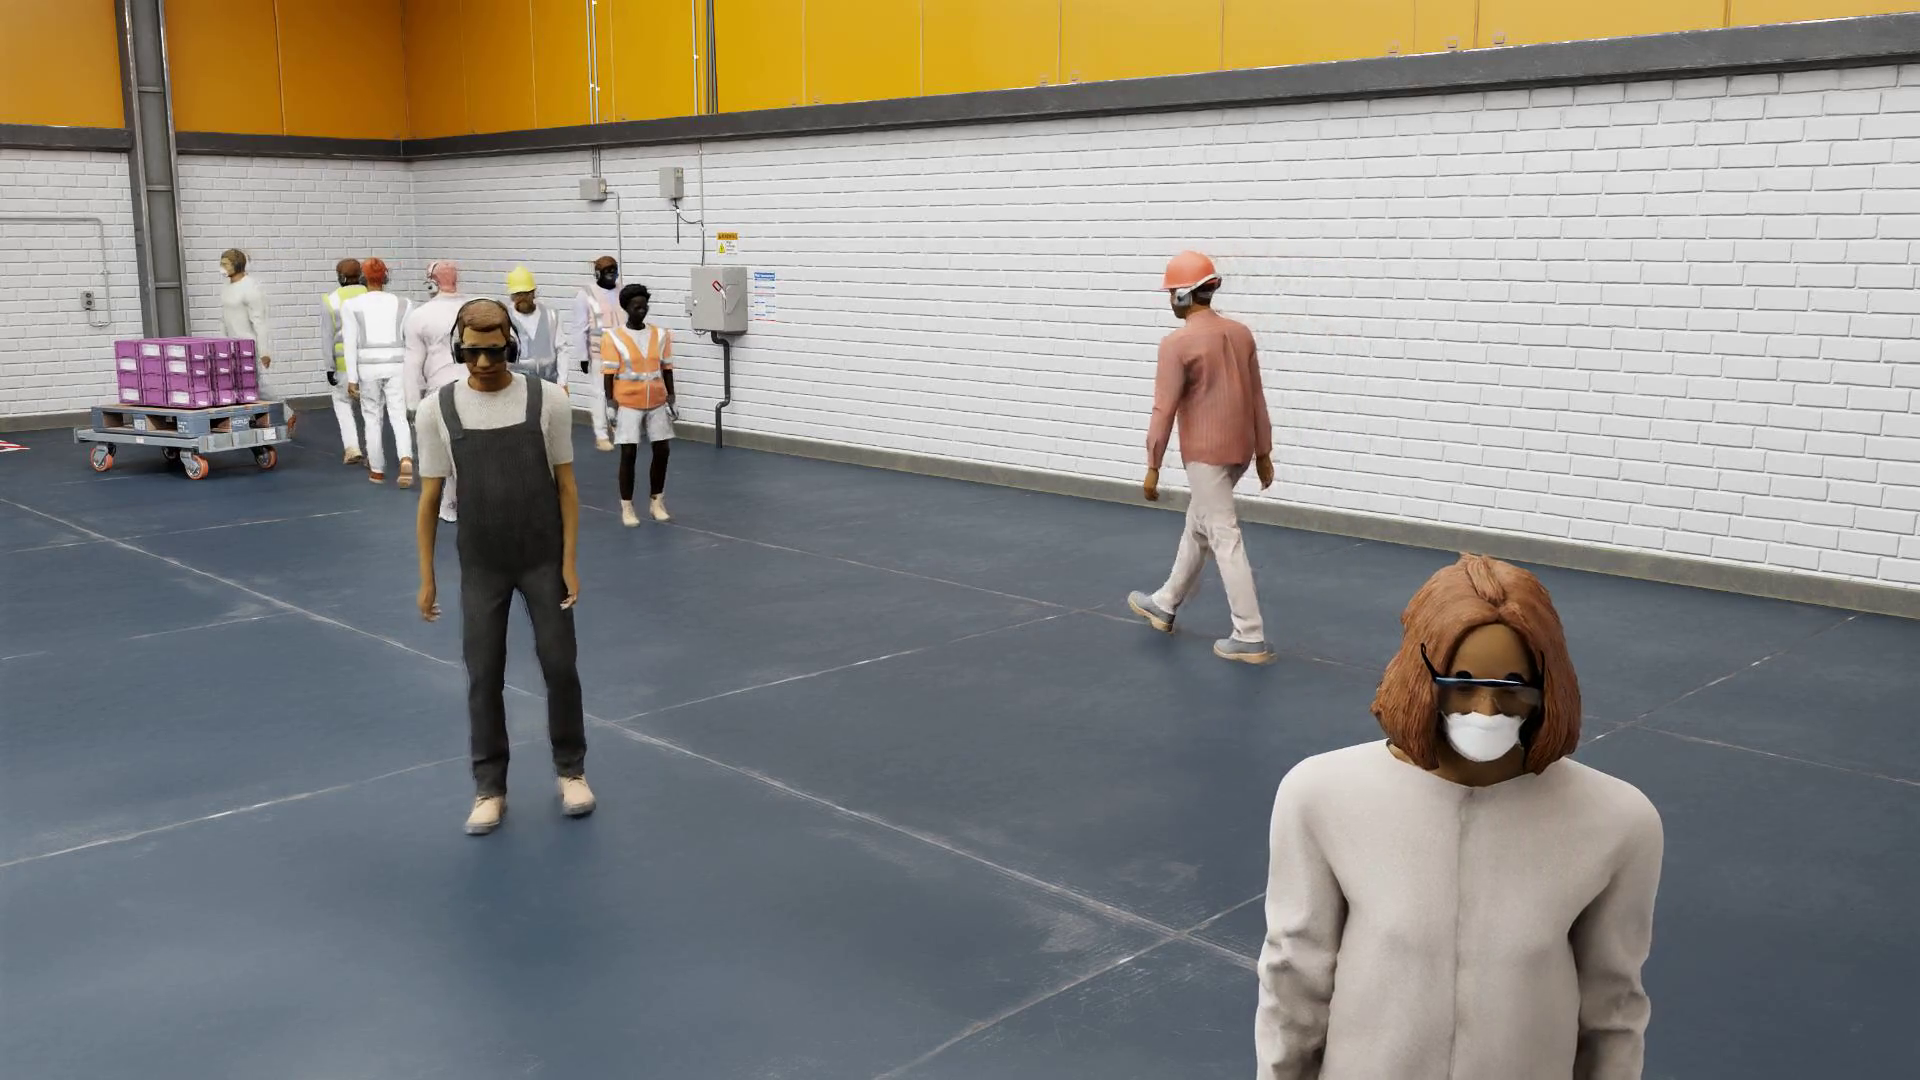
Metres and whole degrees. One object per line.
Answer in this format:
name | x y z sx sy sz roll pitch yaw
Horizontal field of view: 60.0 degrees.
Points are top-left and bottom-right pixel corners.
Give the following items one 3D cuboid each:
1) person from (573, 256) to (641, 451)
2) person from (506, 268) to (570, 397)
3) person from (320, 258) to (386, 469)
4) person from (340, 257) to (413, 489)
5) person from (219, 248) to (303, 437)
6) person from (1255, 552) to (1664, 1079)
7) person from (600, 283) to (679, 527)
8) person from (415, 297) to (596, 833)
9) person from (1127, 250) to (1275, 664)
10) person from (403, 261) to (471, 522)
person | -3.252 -1.727 15.537 0.659 1.823 0.638 -8 13 -37
person | -3.320 -1.209 12.882 0.575 1.771 0.948 -6 12 -31
person | -5.204 -1.515 14.404 0.633 1.825 0.460 -7 12 -32
person | -4.626 -1.337 13.361 0.587 1.861 0.877 -6 12 -29
person | -6.836 -1.859 16.070 0.867 1.912 0.631 -9 14 -41
person | 0.635 0.819 2.191 0.497 1.633 0.289 2 11 9
person | -2.244 -0.939 11.613 0.557 1.691 0.329 -7 13 -35
person | -1.548 0.085 5.671 0.597 1.821 0.464 -2 11 -12
person | 1.118 -0.412 8.059 0.642 1.932 1.059 -10 14 -43
person | -3.466 -0.975 11.413 0.977 1.856 0.649 10 15 44
